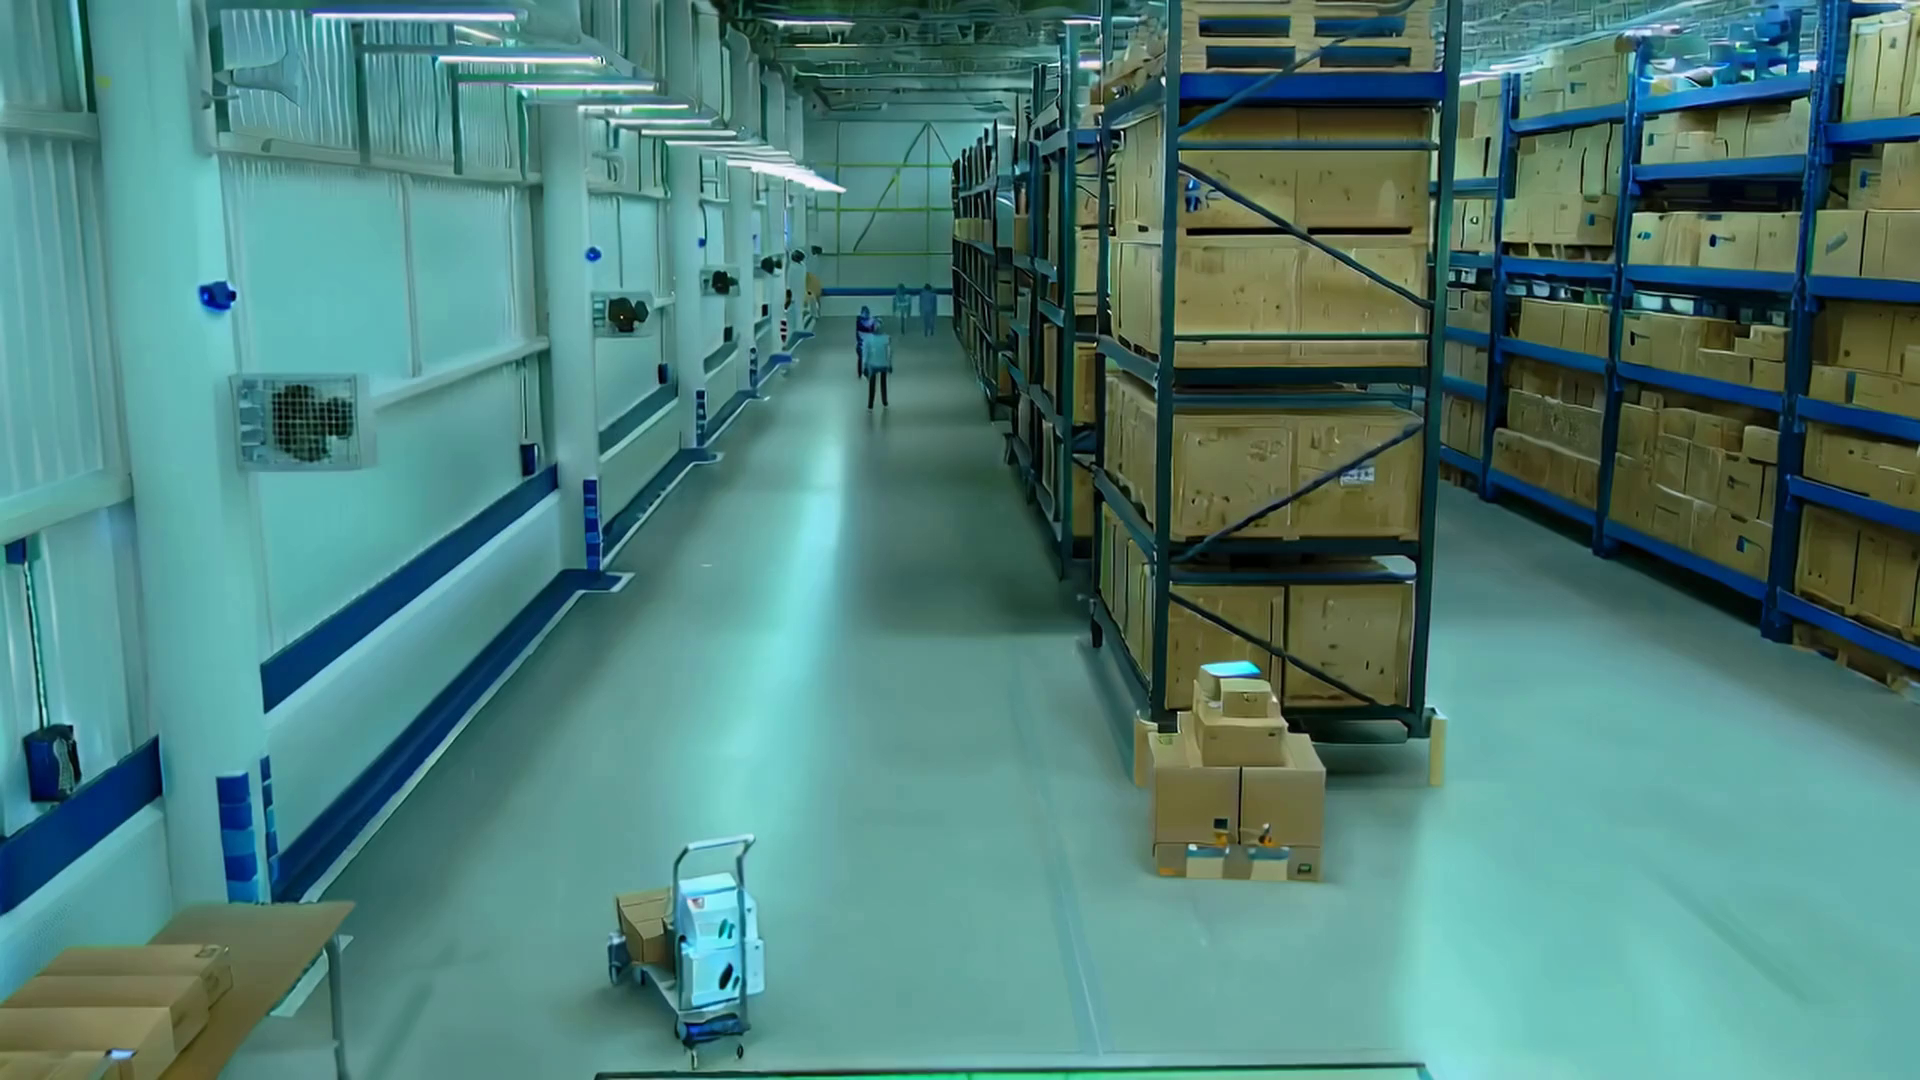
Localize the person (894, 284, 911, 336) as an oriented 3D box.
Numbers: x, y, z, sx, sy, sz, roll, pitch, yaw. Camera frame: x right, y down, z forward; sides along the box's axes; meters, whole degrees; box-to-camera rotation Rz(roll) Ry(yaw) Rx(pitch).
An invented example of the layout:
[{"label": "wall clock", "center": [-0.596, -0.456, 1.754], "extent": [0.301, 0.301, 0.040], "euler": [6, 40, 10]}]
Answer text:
[{"label": "person", "center": [-2.038, -8.179, 59.117], "extent": [0.591, 1.834, 0.445], "euler": [0, 11, 2]}]

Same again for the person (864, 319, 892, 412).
[{"label": "person", "center": [-1.758, -3.740, 35.644], "extent": [0.613, 1.989, 0.403], "euler": [-1, 11, -5]}]

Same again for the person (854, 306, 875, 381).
[{"label": "person", "center": [-2.404, -5.027, 42.553], "extent": [0.595, 1.909, 0.398], "euler": [-2, 11, -8]}]

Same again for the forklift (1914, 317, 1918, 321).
[{"label": "forklift", "center": [12.257, -1.509, 21.698], "extent": [1.129, 2.768, 1.873], "euler": [0, 11, -2]}]

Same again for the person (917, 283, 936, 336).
[{"label": "person", "center": [-1.197, -8.213, 59.266], "extent": [0.663, 1.861, 1.007], "euler": [0, 11, 0]}]
